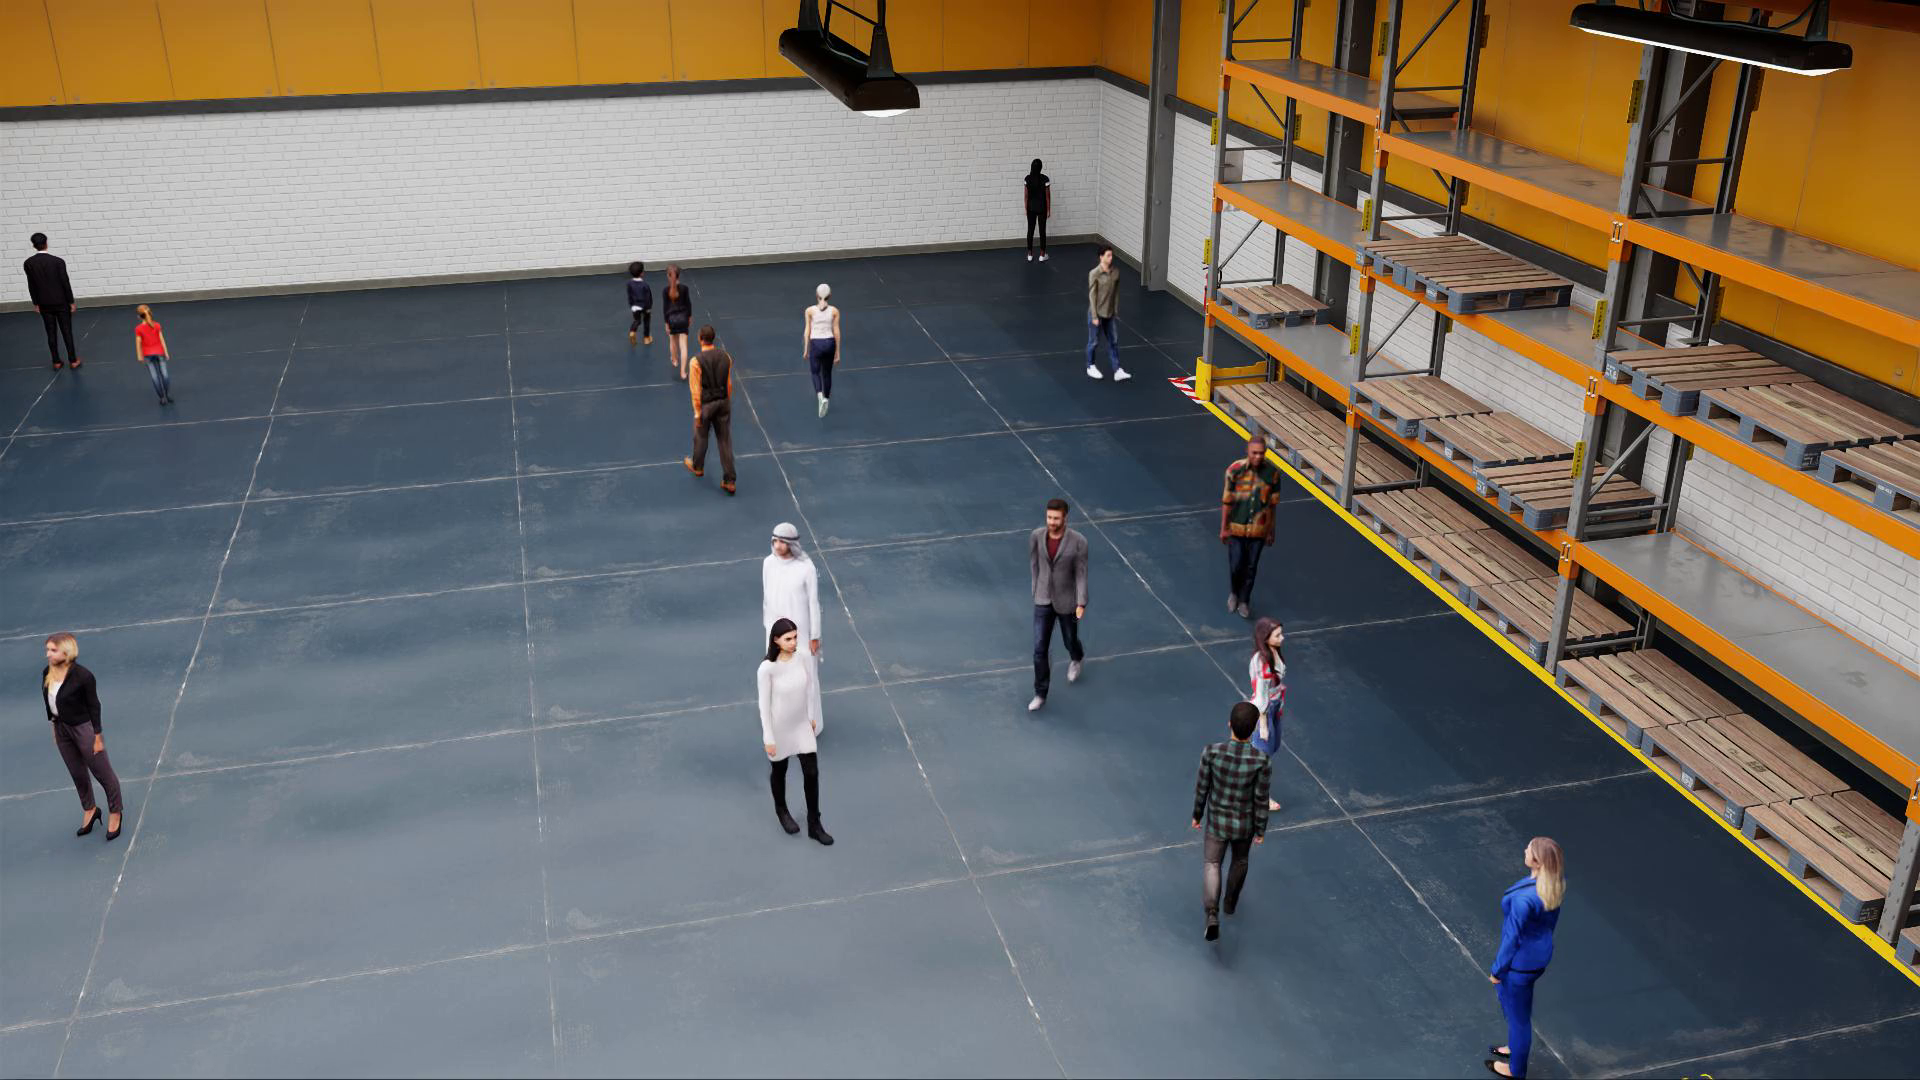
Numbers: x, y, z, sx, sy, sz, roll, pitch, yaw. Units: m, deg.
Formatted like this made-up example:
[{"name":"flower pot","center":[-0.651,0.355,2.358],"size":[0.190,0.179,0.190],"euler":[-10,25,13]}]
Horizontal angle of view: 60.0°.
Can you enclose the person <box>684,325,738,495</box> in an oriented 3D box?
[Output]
[{"name":"person","center":[-2.697,-1.420,18.510],"size":[0.960,1.867,1.274],"euler":[-15,28,-31]}]

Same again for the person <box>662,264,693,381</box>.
[{"name":"person","center":[-3.779,-2.907,22.351],"size":[0.602,1.515,1.053],"euler":[-4,24,-8]}]

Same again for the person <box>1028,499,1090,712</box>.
[{"name":"person","center":[0.858,0.496,14.160],"size":[1.129,1.842,1.274],"euler":[8,25,18]}]

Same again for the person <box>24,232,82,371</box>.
[{"name":"person","center":[-12.390,-3.261,22.707],"size":[0.702,1.879,0.574],"euler":[-4,24,-9]}]

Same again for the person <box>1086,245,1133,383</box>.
[{"name":"person","center":[1.843,-3.044,22.264],"size":[0.927,1.835,1.142],"euler":[-15,28,-30]}]

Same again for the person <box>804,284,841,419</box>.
[{"name":"person","center":[-1.721,-2.344,20.851],"size":[0.666,1.686,1.004],"euler":[-4,24,-8]}]

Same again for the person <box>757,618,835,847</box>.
[{"name":"person","center":[-1.308,1.359,12.253],"size":[0.779,1.786,0.920],"euler":[-15,28,-31]}]

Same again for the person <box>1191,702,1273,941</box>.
[{"name":"person","center":[1.791,1.892,11.134],"size":[0.951,1.692,1.103],"euler":[5,24,10]}]

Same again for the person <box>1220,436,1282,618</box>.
[{"name":"person","center":[2.710,-0.162,15.716],"size":[0.766,1.799,0.743],"euler":[0,24,0]}]

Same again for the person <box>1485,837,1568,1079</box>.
[{"name":"person","center":[3.402,2.504,9.750],"size":[0.749,1.694,0.735],"euler":[21,31,39]}]

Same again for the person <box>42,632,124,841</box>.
[{"name":"person","center":[-6.461,1.433,12.227],"size":[0.677,1.672,0.687],"euler":[6,24,14]}]

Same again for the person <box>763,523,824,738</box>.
[{"name":"person","center":[-1.349,0.739,13.503],"size":[0.802,1.922,0.849],"euler":[11,26,23]}]

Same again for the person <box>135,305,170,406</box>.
[{"name":"person","center":[-10.363,-2.369,21.388],"size":[0.638,1.302,0.793],"euler":[-14,27,-29]}]

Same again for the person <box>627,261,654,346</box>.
[{"name":"person","center":[-4.593,-3.361,23.764],"size":[0.711,1.215,0.815],"euler":[8,25,17]}]

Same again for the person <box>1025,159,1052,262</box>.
[{"name":"person","center":[1.313,-5.631,28.316],"size":[0.712,1.729,0.737],"euler":[6,24,14]}]
